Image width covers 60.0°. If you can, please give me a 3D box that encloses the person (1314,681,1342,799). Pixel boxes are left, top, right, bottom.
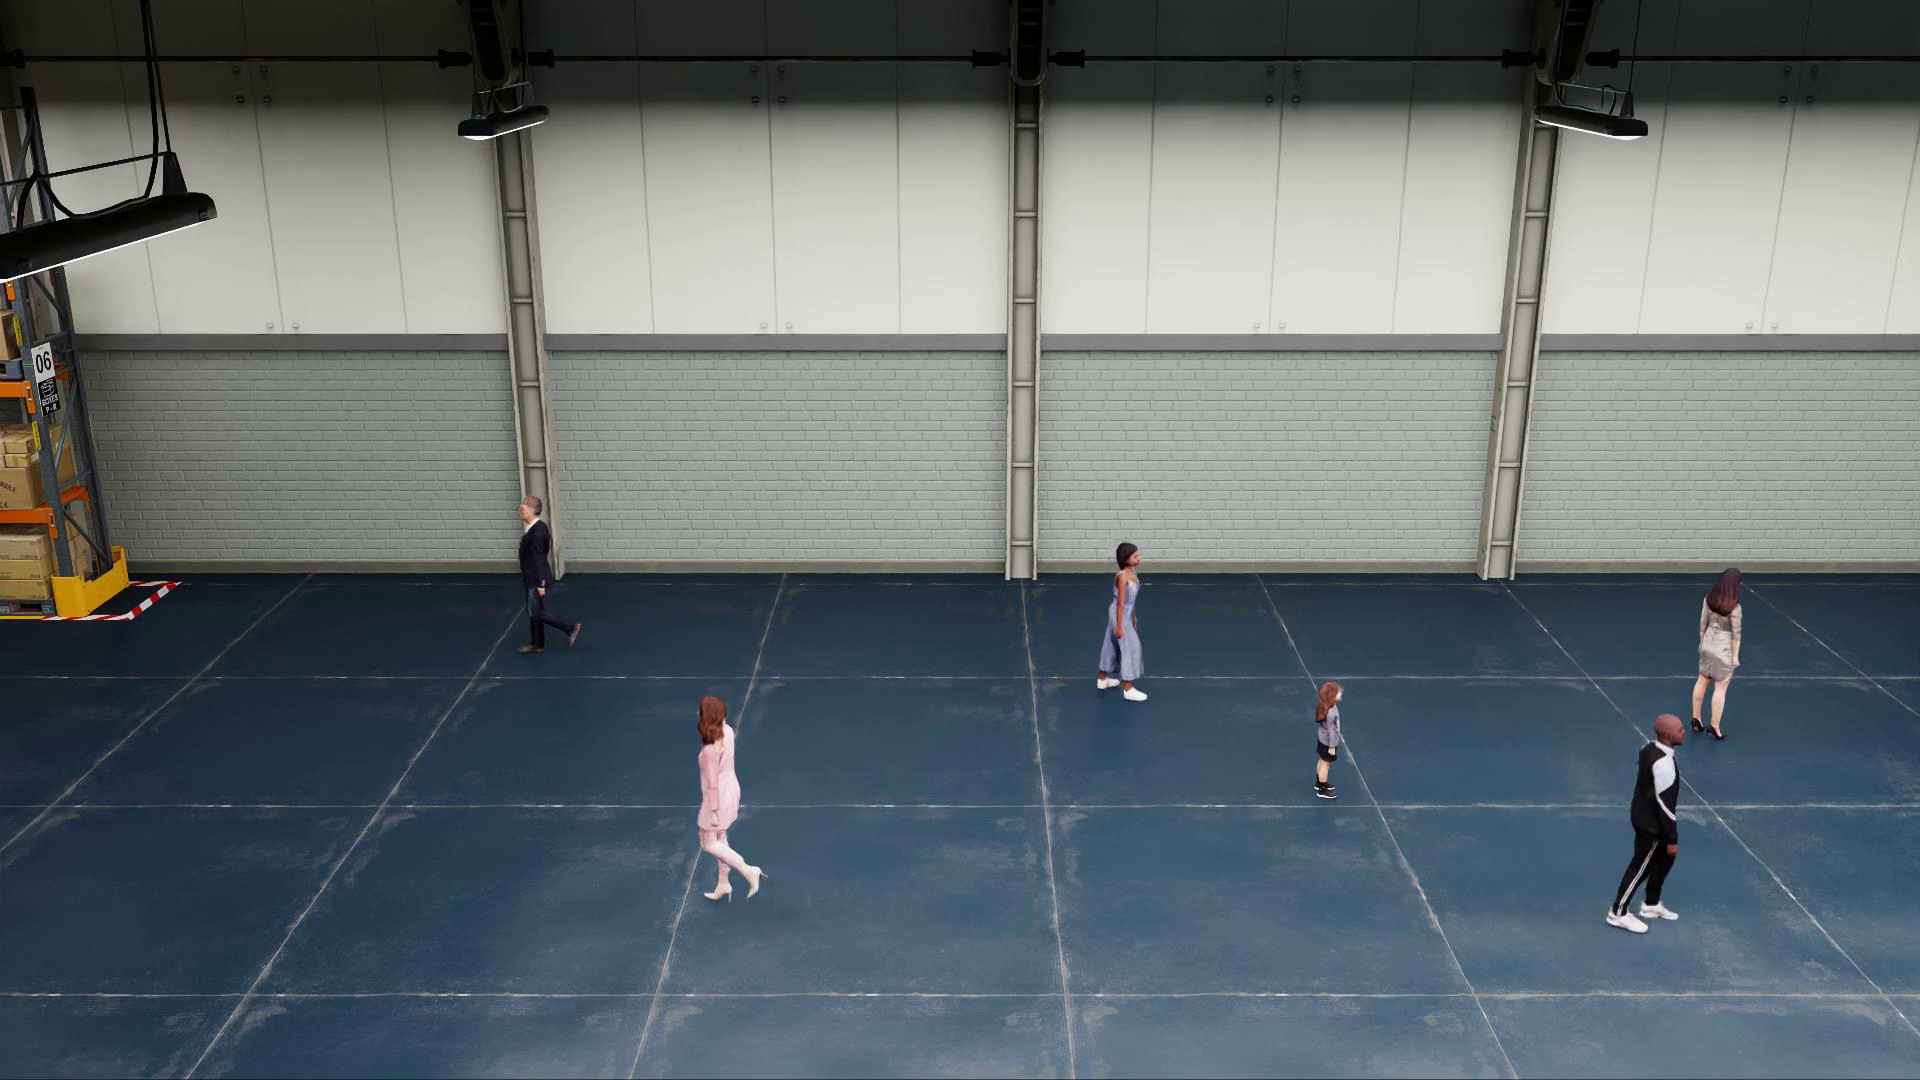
[{"bbox_3d":[3.344,1.793,15.129,0.470,1.104,0.489,2,18,6],"label":"person"}]

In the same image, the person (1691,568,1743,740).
[{"bbox_3d":[7.399,1.097,16.234,0.652,1.745,0.672,-8,20,-24],"label":"person"}]

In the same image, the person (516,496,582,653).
[{"bbox_3d":[-4.582,0.392,18.310,1.015,1.799,0.805,-4,18,-11],"label":"person"}]

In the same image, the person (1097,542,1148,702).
[{"bbox_3d":[1.630,0.812,17.221,0.858,1.676,0.700,3,18,8],"label":"person"}]

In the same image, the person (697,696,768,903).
[{"bbox_3d":[-1.816,2.076,13.154,0.866,1.790,0.727,5,19,14],"label":"person"}]

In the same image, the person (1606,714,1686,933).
[{"bbox_3d":[5.238,2.166,12.841,0.869,1.813,0.790,4,19,13],"label":"person"}]
